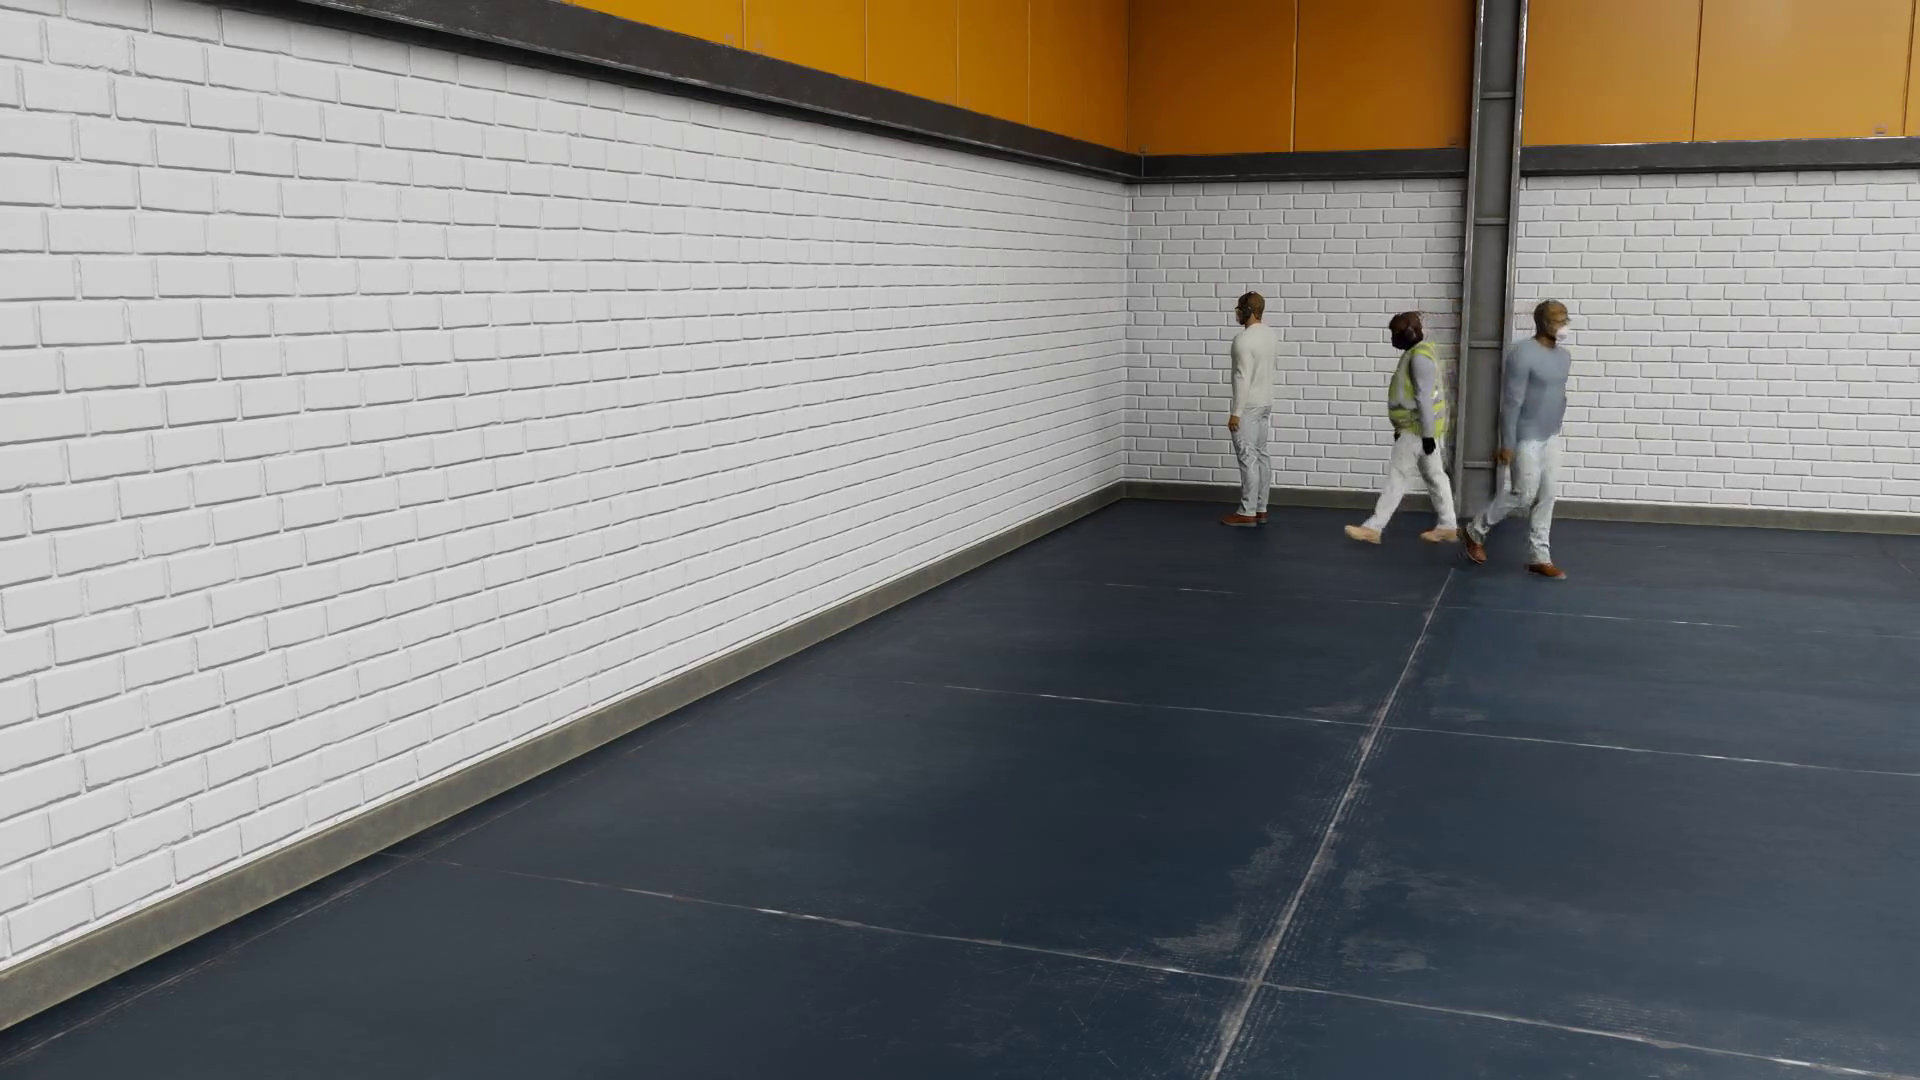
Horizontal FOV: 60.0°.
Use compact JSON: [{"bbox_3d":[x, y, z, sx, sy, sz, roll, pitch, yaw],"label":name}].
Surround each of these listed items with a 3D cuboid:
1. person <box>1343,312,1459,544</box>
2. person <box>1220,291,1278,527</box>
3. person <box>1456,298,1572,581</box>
[{"bbox_3d":[3.431,-0.852,12.795,0.951,1.780,0.716,2,9,12],"label":"person"},{"bbox_3d":[2.397,-1.080,13.757,0.364,1.939,0.636,6,11,33],"label":"person"},{"bbox_3d":[3.859,-0.695,11.407,0.646,1.922,0.695,-7,11,-38],"label":"person"}]
